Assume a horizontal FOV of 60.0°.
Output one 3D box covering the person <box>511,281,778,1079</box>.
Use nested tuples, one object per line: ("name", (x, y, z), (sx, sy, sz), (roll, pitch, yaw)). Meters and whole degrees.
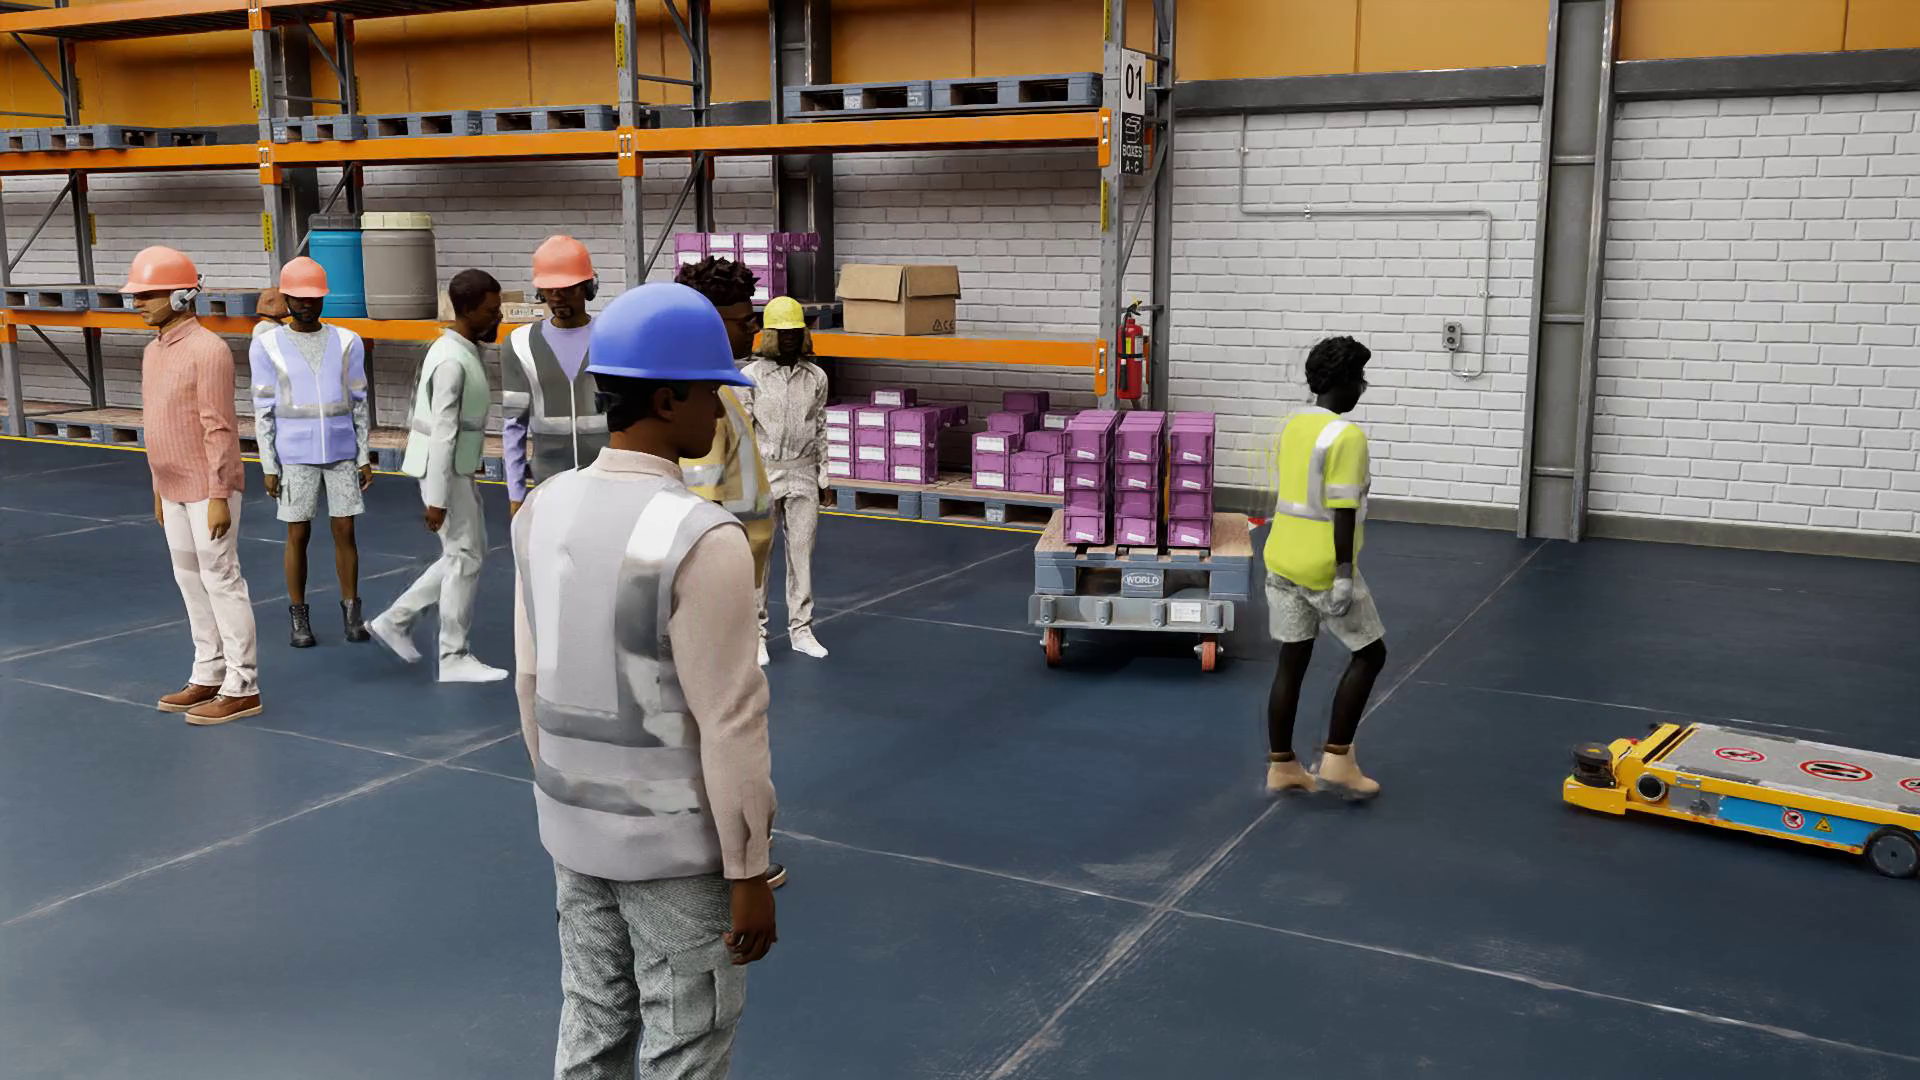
("person", (-0.546, 0.516, 3.004), (0.613, 1.943, 0.405), (9, 14, 42))

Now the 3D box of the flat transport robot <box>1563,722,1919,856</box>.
("flat transport robot", (2.891, 0.865, 5.683), (1.431, 0.197, 0.652), (8, 13, 37))

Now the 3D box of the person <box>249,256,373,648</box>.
("person", (-3.182, -0.424, 8.225), (0.539, 1.930, 0.383), (-7, 12, -34))

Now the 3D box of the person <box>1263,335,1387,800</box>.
("person", (1.320, 0.105, 5.976), (0.500, 1.671, 0.564), (-3, 11, -18))

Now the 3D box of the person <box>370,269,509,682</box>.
("person", (-2.357, -0.274, 7.510), (0.645, 1.885, 0.624), (-2, 10, -9))

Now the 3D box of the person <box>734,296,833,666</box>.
("person", (-0.831, -0.280, 7.920), (0.483, 1.745, 0.299), (-6, 12, -29))

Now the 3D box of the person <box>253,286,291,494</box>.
("person", (-5.349, -1.172, 13.105), (0.272, 1.635, 0.507), (2, 10, 10))

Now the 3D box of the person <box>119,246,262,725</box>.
("person", (-3.220, -0.220, 6.948), (0.608, 1.987, 0.403), (8, 13, 37))

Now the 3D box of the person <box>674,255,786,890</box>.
("person", (-0.761, 0.104, 5.206), (0.367, 1.967, 0.602), (-2, 11, -11))

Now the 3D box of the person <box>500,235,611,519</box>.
("person", (-1.609, -0.253, 7.007), (0.612, 2.029, 0.409), (-1, 10, -6))
